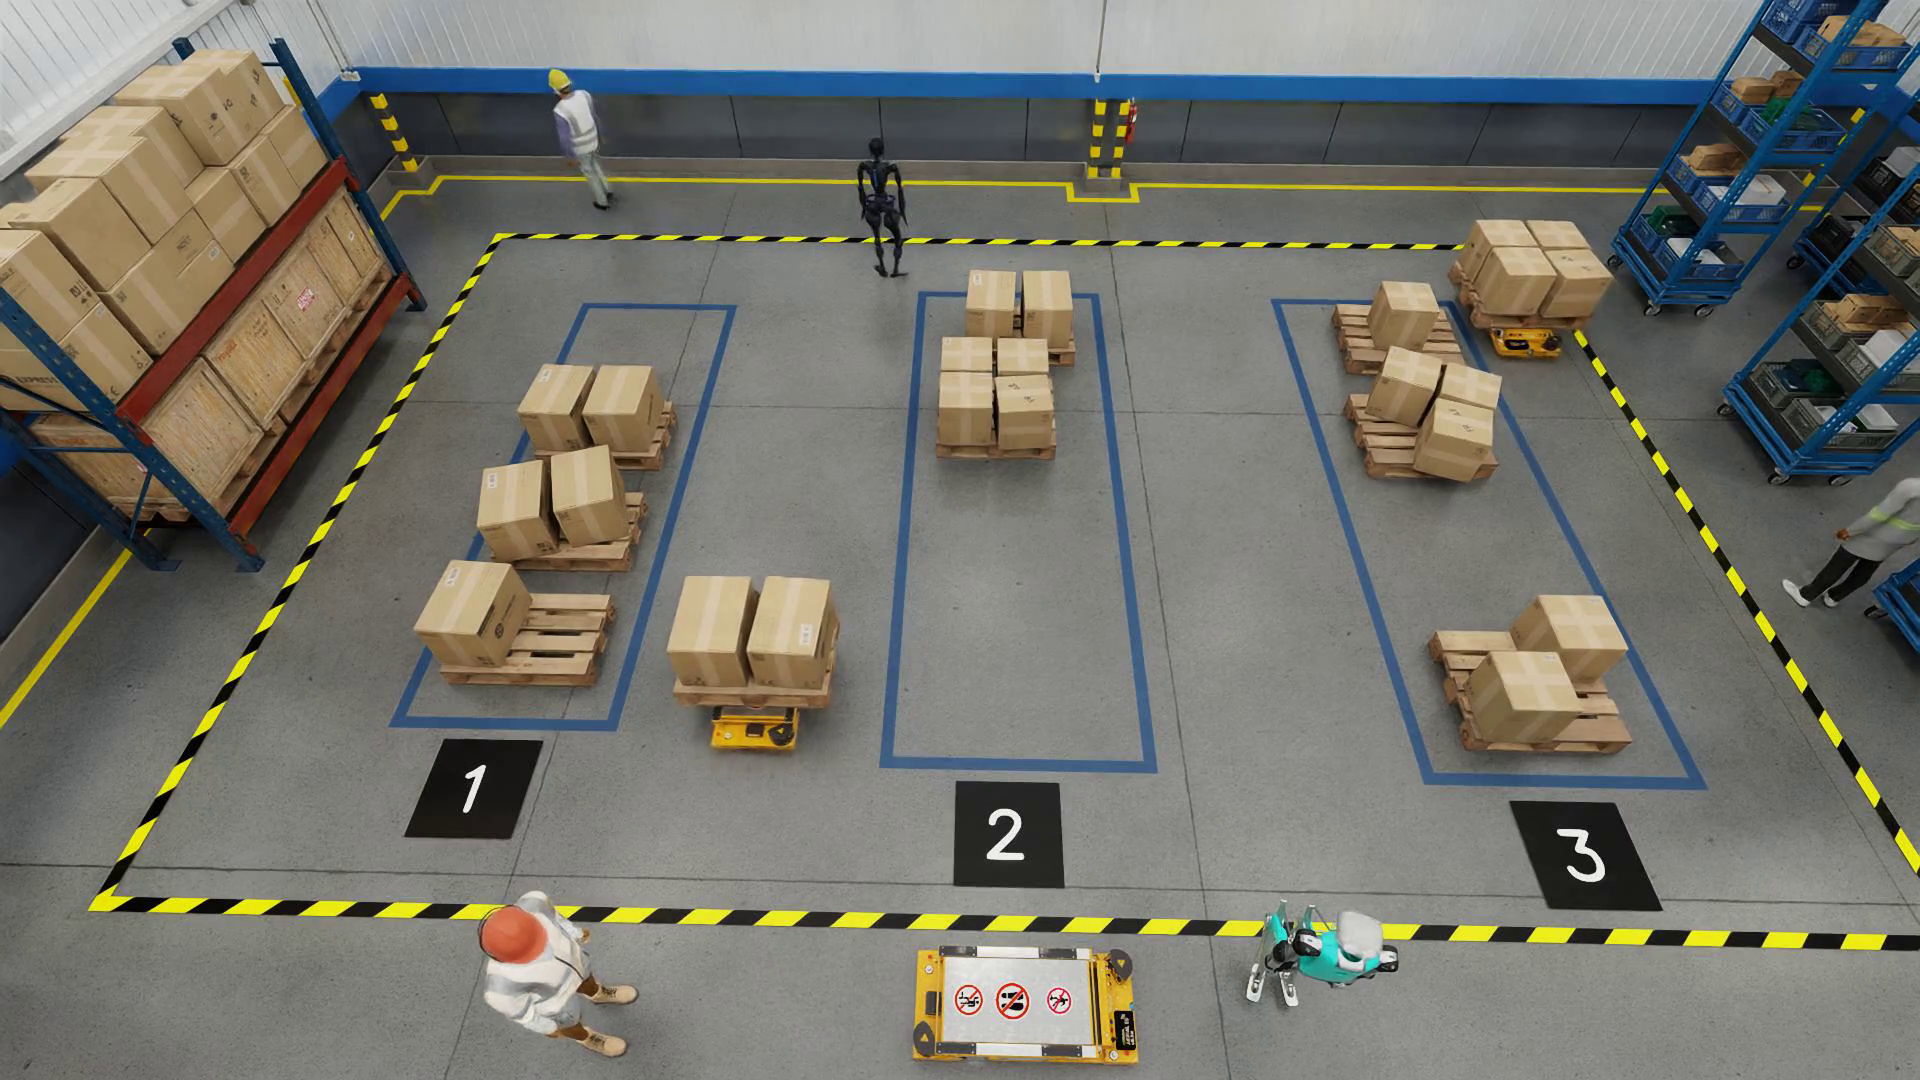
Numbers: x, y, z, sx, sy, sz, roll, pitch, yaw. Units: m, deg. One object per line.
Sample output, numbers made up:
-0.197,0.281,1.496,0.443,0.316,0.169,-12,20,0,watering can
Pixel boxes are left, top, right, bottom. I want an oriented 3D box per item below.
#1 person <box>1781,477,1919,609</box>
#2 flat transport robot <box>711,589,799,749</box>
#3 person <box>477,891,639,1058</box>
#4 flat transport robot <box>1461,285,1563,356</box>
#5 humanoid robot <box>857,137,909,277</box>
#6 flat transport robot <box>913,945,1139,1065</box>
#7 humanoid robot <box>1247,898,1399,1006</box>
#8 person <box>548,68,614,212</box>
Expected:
7.613,-0.100,7.545,0.597,1.850,0.397,4,51,3,person
-1.618,1.040,7.620,0.652,0.197,1.431,1,51,1,flat transport robot
-2.290,2.521,5.294,0.402,2.031,0.609,2,51,2,person
6.383,-2.672,10.646,0.652,0.197,1.431,1,51,1,flat transport robot
-0.909,-3.843,10.711,0.588,1.645,0.410,11,52,9,humanoid robot
0.422,3.041,6.007,1.431,0.231,0.659,1,51,1,flat transport robot
2.111,2.379,5.512,0.533,1.677,0.735,9,51,7,humanoid robot
-4.797,-5.016,11.572,0.478,1.816,0.626,21,54,16,person
